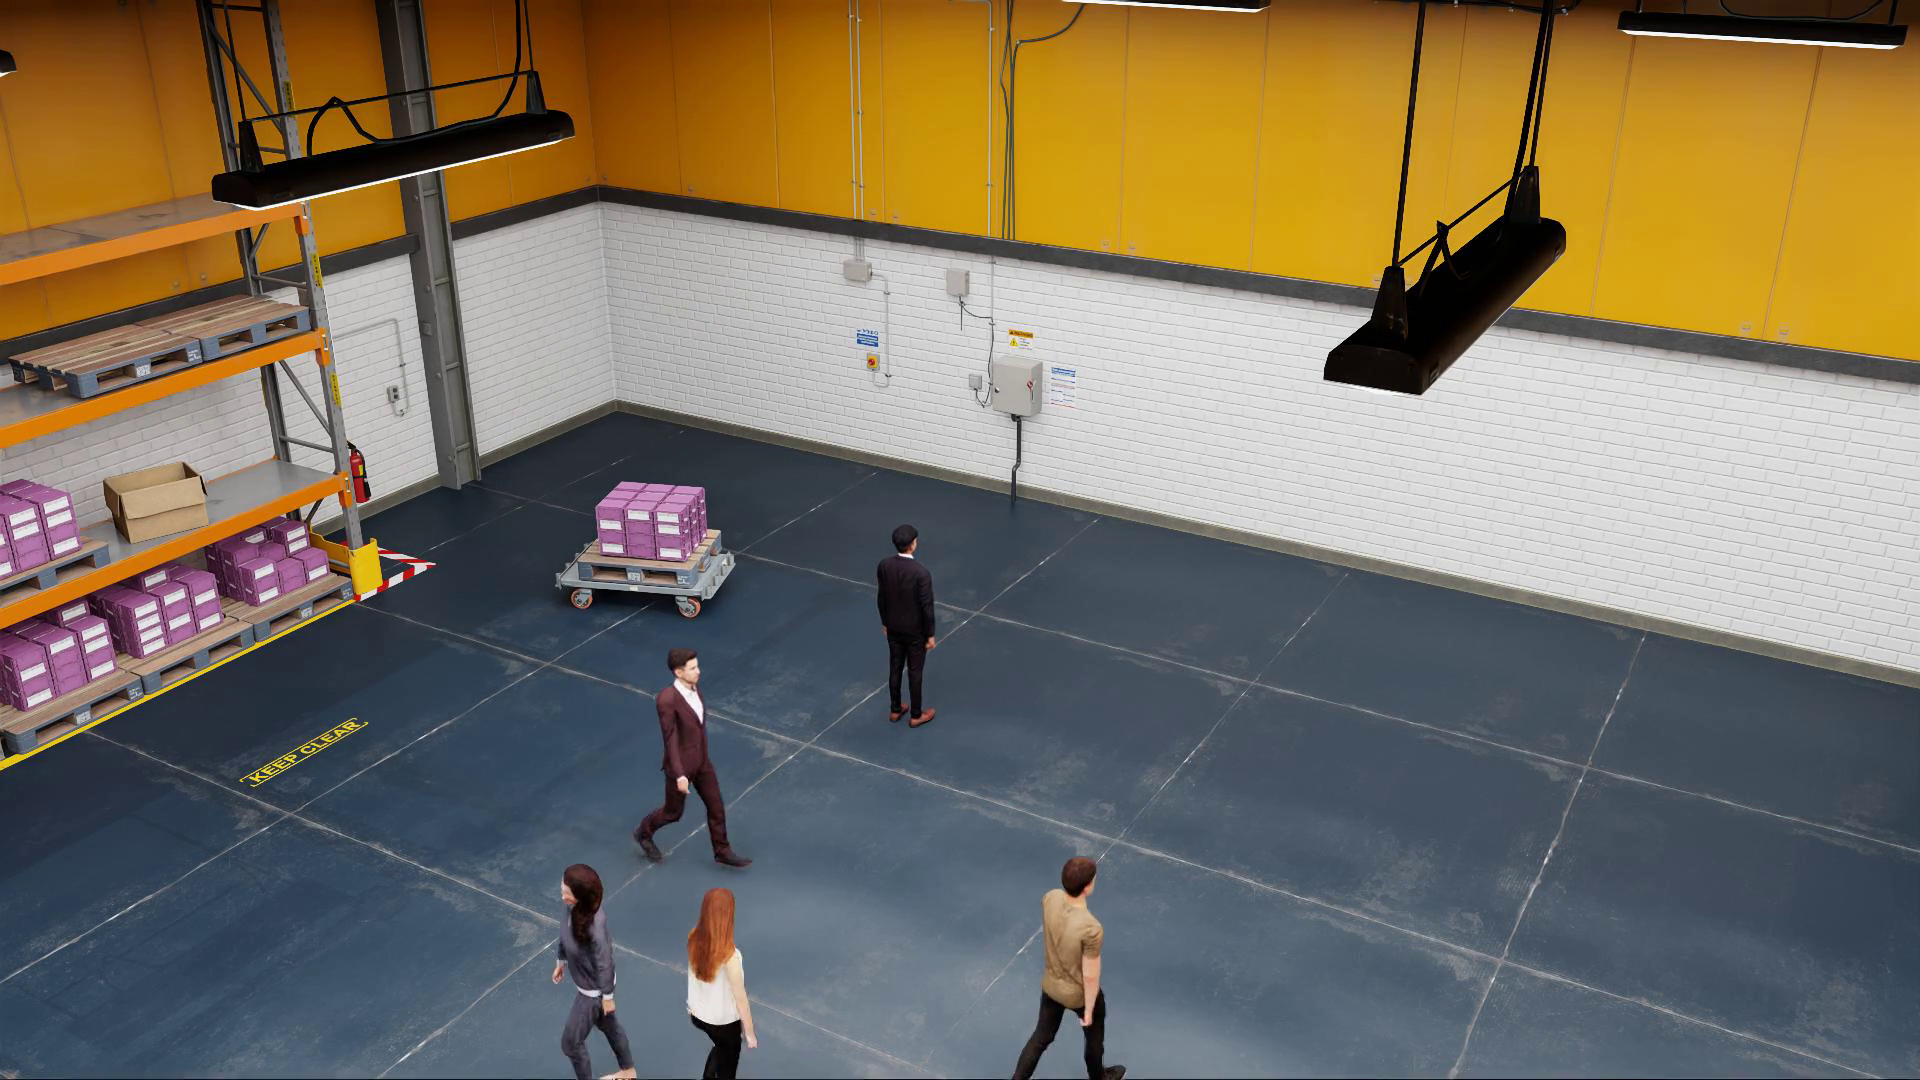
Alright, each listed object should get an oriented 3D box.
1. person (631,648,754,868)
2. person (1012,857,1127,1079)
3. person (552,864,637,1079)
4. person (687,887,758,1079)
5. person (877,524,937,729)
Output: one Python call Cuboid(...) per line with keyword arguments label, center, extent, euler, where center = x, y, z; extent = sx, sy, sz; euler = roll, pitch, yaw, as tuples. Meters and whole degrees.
Cuboid(label="person", center=(-2.126, 1.653, 12.458), extent=(0.812, 1.844, 1.152), euler=(10, 26, 22))
Cuboid(label="person", center=(0.586, 2.730, 10.022), extent=(1.294, 1.821, 0.944), euler=(-20, 30, -38))
Cuboid(label="person", center=(-2.167, 2.687, 10.212), extent=(0.935, 1.747, 0.860), euler=(-9, 25, -19))
Cuboid(label="person", center=(-1.504, 2.865, 9.865), extent=(0.716, 1.699, 0.761), euler=(-20, 31, -38))
Cuboid(label="person", center=(-0.471, 0.742, 14.492), extent=(0.691, 1.884, 0.535), euler=(13, 27, 26))
